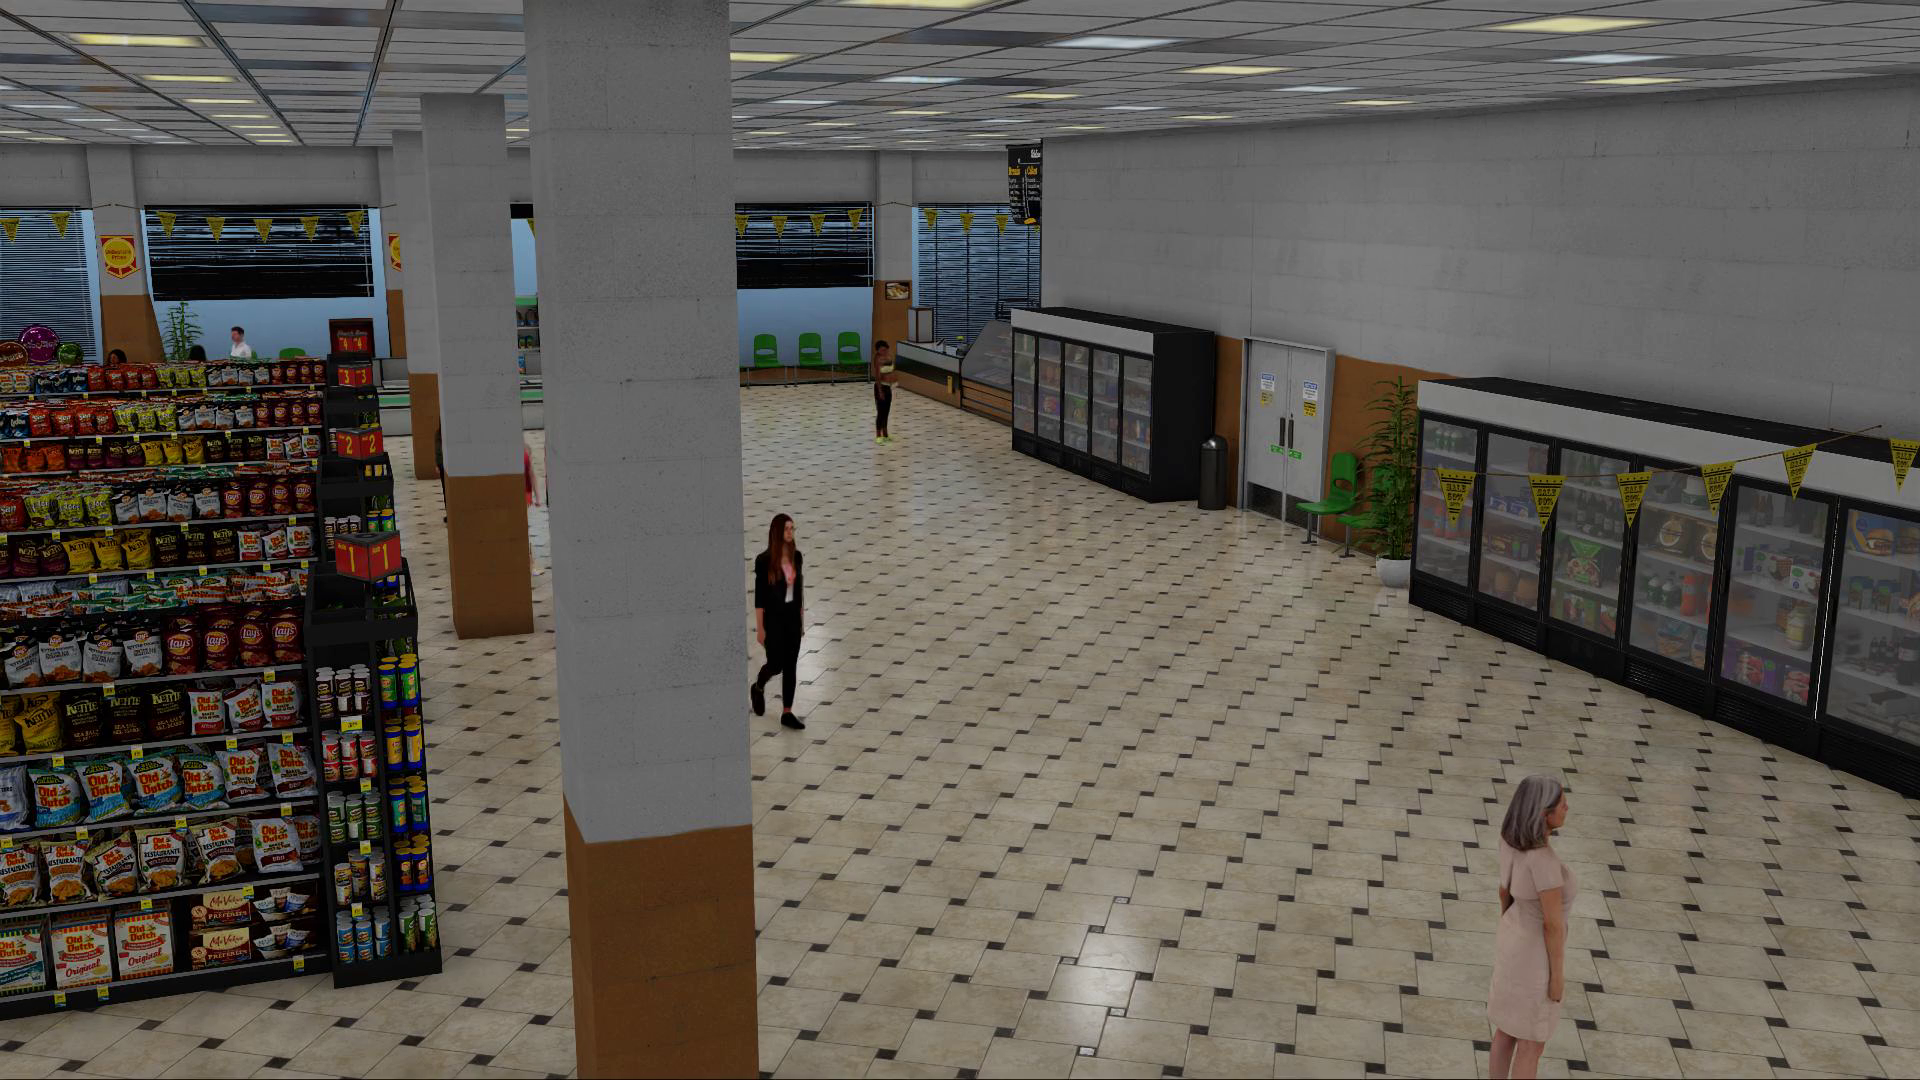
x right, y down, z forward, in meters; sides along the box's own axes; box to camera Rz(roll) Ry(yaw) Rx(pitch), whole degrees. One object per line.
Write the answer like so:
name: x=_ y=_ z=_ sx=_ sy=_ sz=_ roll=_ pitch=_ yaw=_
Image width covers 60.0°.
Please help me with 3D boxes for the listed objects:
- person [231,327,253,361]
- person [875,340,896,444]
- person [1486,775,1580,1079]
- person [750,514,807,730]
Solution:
person: x=-12.427 y=-2.796 z=29.045 sx=1.018 sy=1.829 sz=1.234 roll=10 pitch=16 yaw=40
person: x=-1.271 y=-2.490 z=27.829 sx=0.866 sy=1.731 sz=0.756 roll=4 pitch=13 yaw=20
person: x=2.464 y=1.848 z=7.217 sx=0.603 sy=1.736 sz=0.636 roll=-2 pitch=12 yaw=-9
person: x=-1.461 y=0.628 z=13.083 sx=0.848 sy=1.705 sz=0.838 roll=-10 pitch=15 yaw=-40
